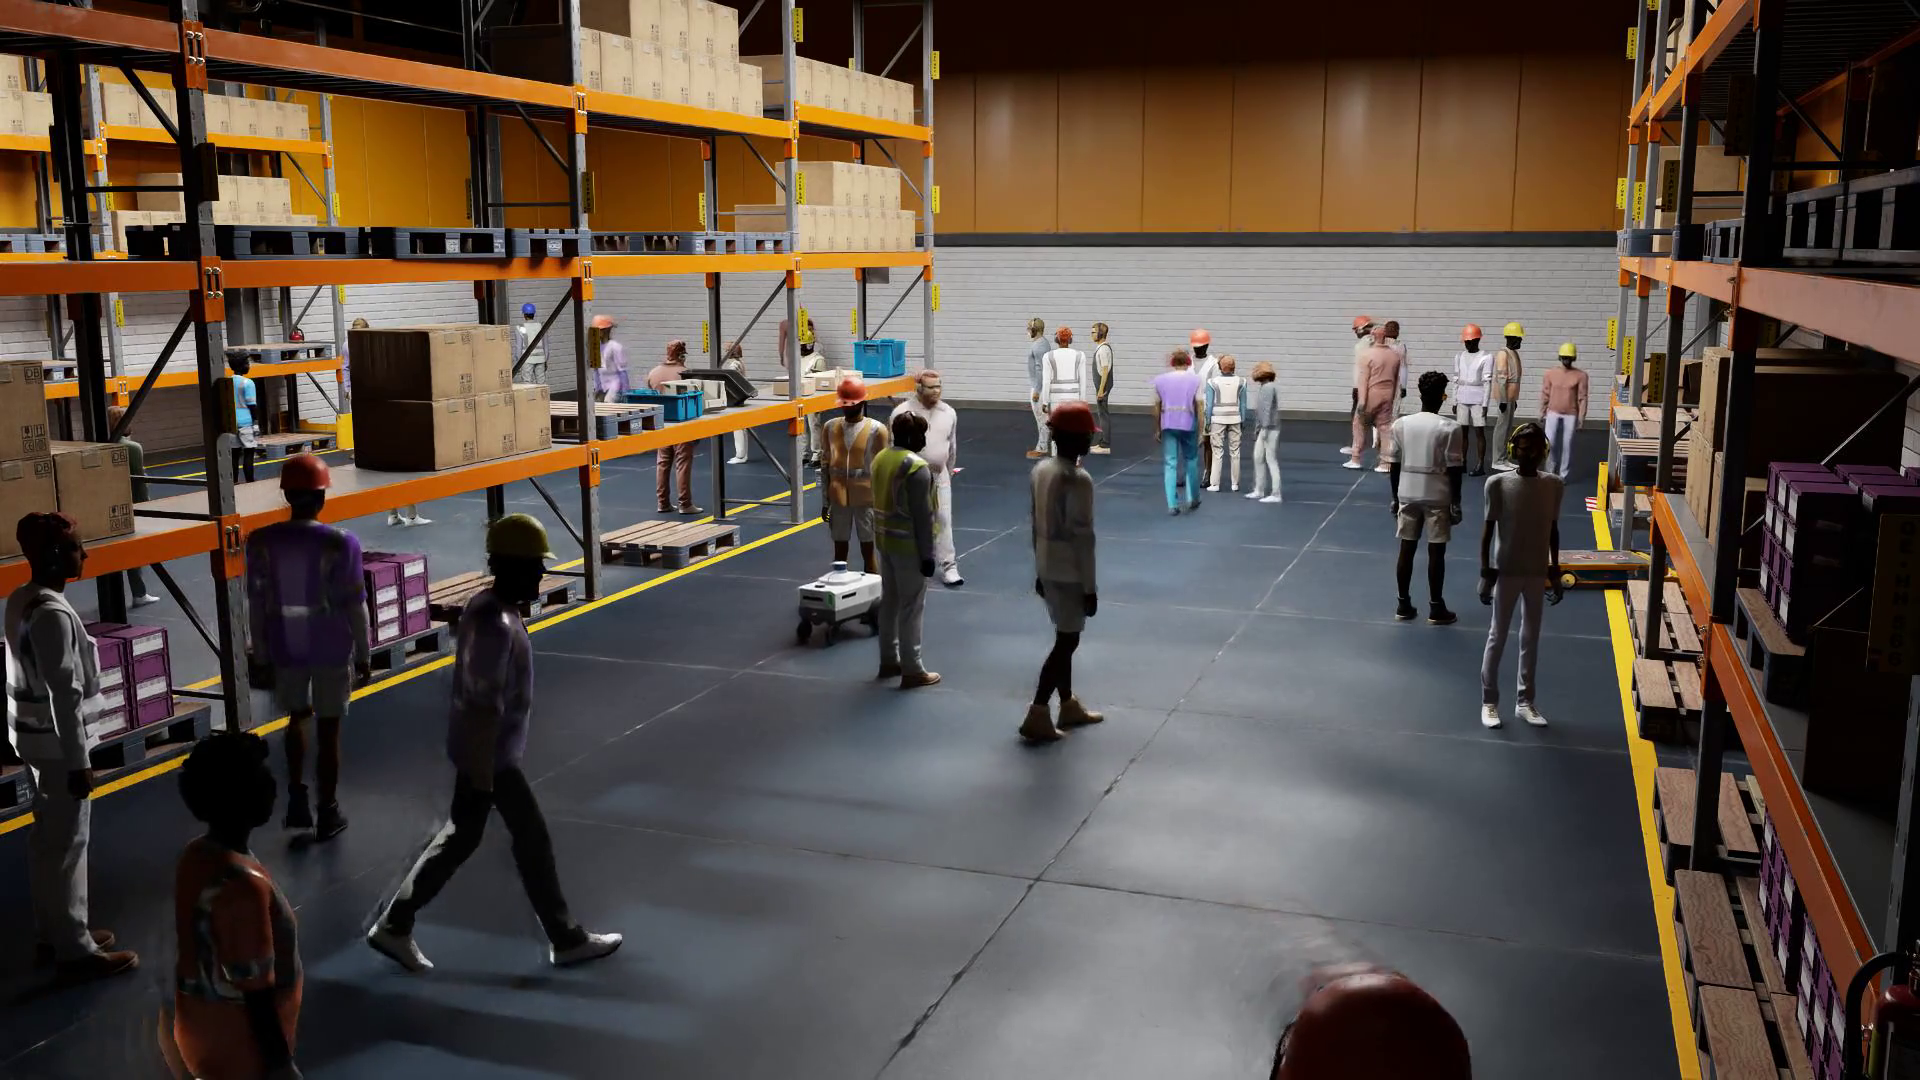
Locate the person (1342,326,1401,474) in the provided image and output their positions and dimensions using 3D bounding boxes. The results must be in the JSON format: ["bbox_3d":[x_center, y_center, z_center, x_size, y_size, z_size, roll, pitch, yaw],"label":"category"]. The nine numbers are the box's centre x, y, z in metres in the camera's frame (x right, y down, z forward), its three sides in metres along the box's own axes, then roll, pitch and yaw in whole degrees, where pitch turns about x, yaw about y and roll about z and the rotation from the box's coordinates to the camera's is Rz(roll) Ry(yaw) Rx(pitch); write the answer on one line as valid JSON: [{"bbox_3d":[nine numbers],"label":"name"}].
[{"bbox_3d":[5.312,-1.813,21.490,0.676,1.876,0.812,-5,11,-25],"label":"person"}]

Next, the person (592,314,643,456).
[{"bbox_3d":[-4.690,-2.102,22.819,1.012,1.999,0.607,-8,13,-38],"label":"person"}]

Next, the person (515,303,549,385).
[{"bbox_3d":[-7.243,-3.033,28.156,0.605,1.951,0.382,-8,13,-40],"label":"person"}]

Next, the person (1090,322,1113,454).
[{"bbox_3d":[1.988,-2.128,23.353,0.327,1.843,0.516,1,10,6],"label":"person"}]

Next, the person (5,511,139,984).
[{"bbox_3d":[-3.594,0.819,6.650,0.349,1.882,0.577,-8,13,-39],"label":"person"}]

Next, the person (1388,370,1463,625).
[{"bbox_3d":[3.612,-0.329,12.881,0.600,1.967,0.369,9,14,42],"label":"person"}]

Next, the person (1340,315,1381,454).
[{"bbox_3d":[5.753,-2.158,23.223,0.725,1.956,0.681,7,12,36],"label":"person"}]

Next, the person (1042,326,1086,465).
[{"bbox_3d":[1.336,-1.798,21.388,0.573,1.883,0.354,-1,10,-7],"label":"person"}]

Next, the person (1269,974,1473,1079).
[{"bbox_3d":[0.531,1.550,2.297,0.621,1.976,0.593,-2,10,-10],"label":"person"}]

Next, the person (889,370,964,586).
[{"bbox_3d":[-0.307,-0.543,14.408,0.648,1.855,0.986,-4,11,-21],"label":"person"}]

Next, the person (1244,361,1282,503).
[{"bbox_3d":[3.491,-1.240,19.035,0.395,1.599,0.534,0,10,0],"label":"person"}]

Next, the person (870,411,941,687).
[{"bbox_3d":[-0.352,0.056,11.106,0.430,1.834,0.626,-6,12,-32],"label":"person"}]

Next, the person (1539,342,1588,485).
[{"bbox_3d":[7.301,-1.516,20.153,0.555,1.748,0.540,5,11,25],"label":"person"}]

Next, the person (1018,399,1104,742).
[{"bbox_3d":[0.612,0.178,9.898,0.552,2.050,0.628,-4,11,-23],"label":"person"}]

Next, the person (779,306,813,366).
[{"bbox_3d":[-2.900,-3.317,29.655,0.672,1.980,0.571,-1,10,-5],"label":"person"}]

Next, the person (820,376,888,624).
[{"bbox_3d":[-0.826,-0.306,12.859,0.542,1.929,0.369,2,10,13],"label":"person"}]

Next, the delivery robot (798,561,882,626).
[{"bbox_3d":[-0.894,0.405,12.457,0.477,0.478,0.707,6,12,31],"label":"delivery robot"}]

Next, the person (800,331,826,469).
[{"bbox_3d":[-2.007,-1.847,21.838,0.403,1.822,0.588,-9,13,-40],"label":"person"}]

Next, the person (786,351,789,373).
[{"bbox_3d":[-2.734,-3.039,28.752,0.632,1.746,0.538,9,14,42],"label":"person"}]

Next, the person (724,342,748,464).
[{"bbox_3d":[-2.998,-1.836,22.294,0.311,1.636,0.523,0,10,2],"label":"person"}]

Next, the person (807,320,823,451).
[{"bbox_3d":[-2.150,-2.161,23.454,0.532,1.876,0.319,-4,11,-21],"label":"person"}]

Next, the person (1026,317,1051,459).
[{"bbox_3d":[1.082,-2.074,22.796,0.377,1.937,0.629,1,10,8],"label":"person"}]

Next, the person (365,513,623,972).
[{"bbox_3d":[-1.921,0.832,6.639,0.983,1.873,0.637,-3,11,-19],"label":"person"}]

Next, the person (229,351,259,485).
[{"bbox_3d":[-8.357,-1.343,19.350,0.537,1.696,0.321,5,11,28],"label":"person"}]

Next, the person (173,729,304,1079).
[{"bbox_3d":[-1.976,1.328,4.346,0.724,1.677,0.526,-6,12,-31],"label":"person"}]

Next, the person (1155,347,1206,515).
[{"bbox_3d":[2.429,-1.206,18.254,0.583,1.802,0.905,4,11,20],"label":"person"}]

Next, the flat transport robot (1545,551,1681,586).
[{"bbox_3d":[5.484,0.243,14.435,1.431,0.197,0.652,0,10,0],"label":"flat transport robot"}]

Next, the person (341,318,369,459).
[{"bbox_3d":[-8.127,-2.066,22.745,0.635,1.935,0.349,0,10,3],"label":"person"}]

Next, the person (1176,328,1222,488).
[{"bbox_3d":[2.882,-1.586,20.059,0.544,1.932,0.382,6,12,29],"label":"person"}]

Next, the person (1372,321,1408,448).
[{"bbox_3d":[6.172,-2.217,23.869,0.429,1.842,0.633,-7,12,-34],"label":"person"}]

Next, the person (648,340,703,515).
[{"bbox_3d":[-3.077,-1.225,18.124,0.646,1.900,0.402,5,11,27],"label":"person"}]

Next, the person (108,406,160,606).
[{"bbox_3d":[-6.814,-0.271,13.494,0.507,1.631,0.266,1,10,6],"label":"person"}]

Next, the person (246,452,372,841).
[{"bbox_3d":[-3.165,0.529,8.154,0.566,1.926,0.401,0,10,-1],"label":"person"}]

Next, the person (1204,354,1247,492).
[{"bbox_3d":[3.148,-1.379,19.713,0.514,1.641,0.308,-2,10,-8],"label":"person"}]

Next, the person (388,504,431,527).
[{"bbox_3d":[-5.824,-1.072,17.325,0.514,1.877,0.328,4,11,23],"label":"person"}]

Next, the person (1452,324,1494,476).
[{"bbox_3d":[6.473,-1.770,21.108,0.381,1.929,0.538,-9,14,-43],"label":"person"}]

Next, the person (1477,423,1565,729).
[{"bbox_3d":[3.409,0.216,10.085,0.535,1.869,0.314,-1,10,-5],"label":"person"}]

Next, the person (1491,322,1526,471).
[{"bbox_3d":[7.146,-1.869,21.662,0.366,1.926,0.594,6,12,31],"label":"person"}]
